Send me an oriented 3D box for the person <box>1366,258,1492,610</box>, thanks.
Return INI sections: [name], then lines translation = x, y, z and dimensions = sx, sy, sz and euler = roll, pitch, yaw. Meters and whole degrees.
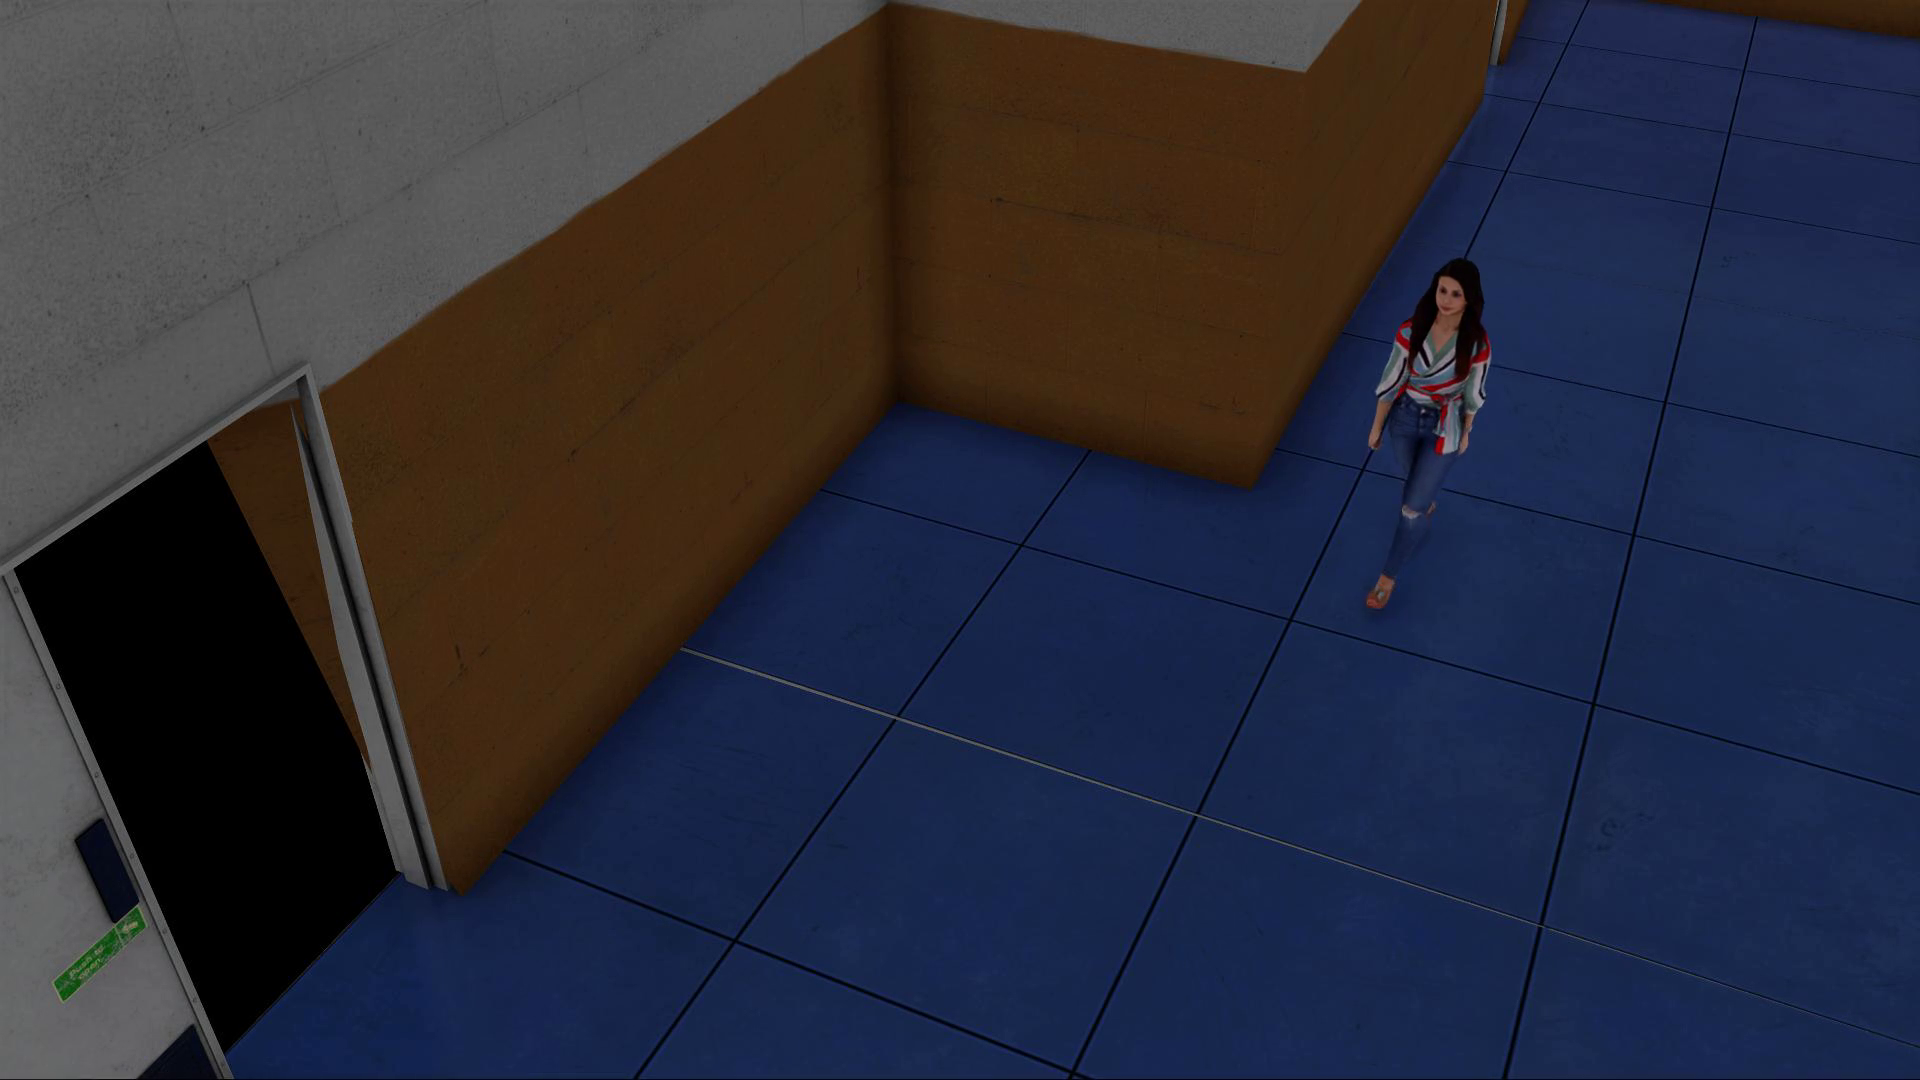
[person]
translation = 2.115, -0.545, 7.474
dimensions = 1.068, 1.572, 0.759
euler = 20, 41, 25
